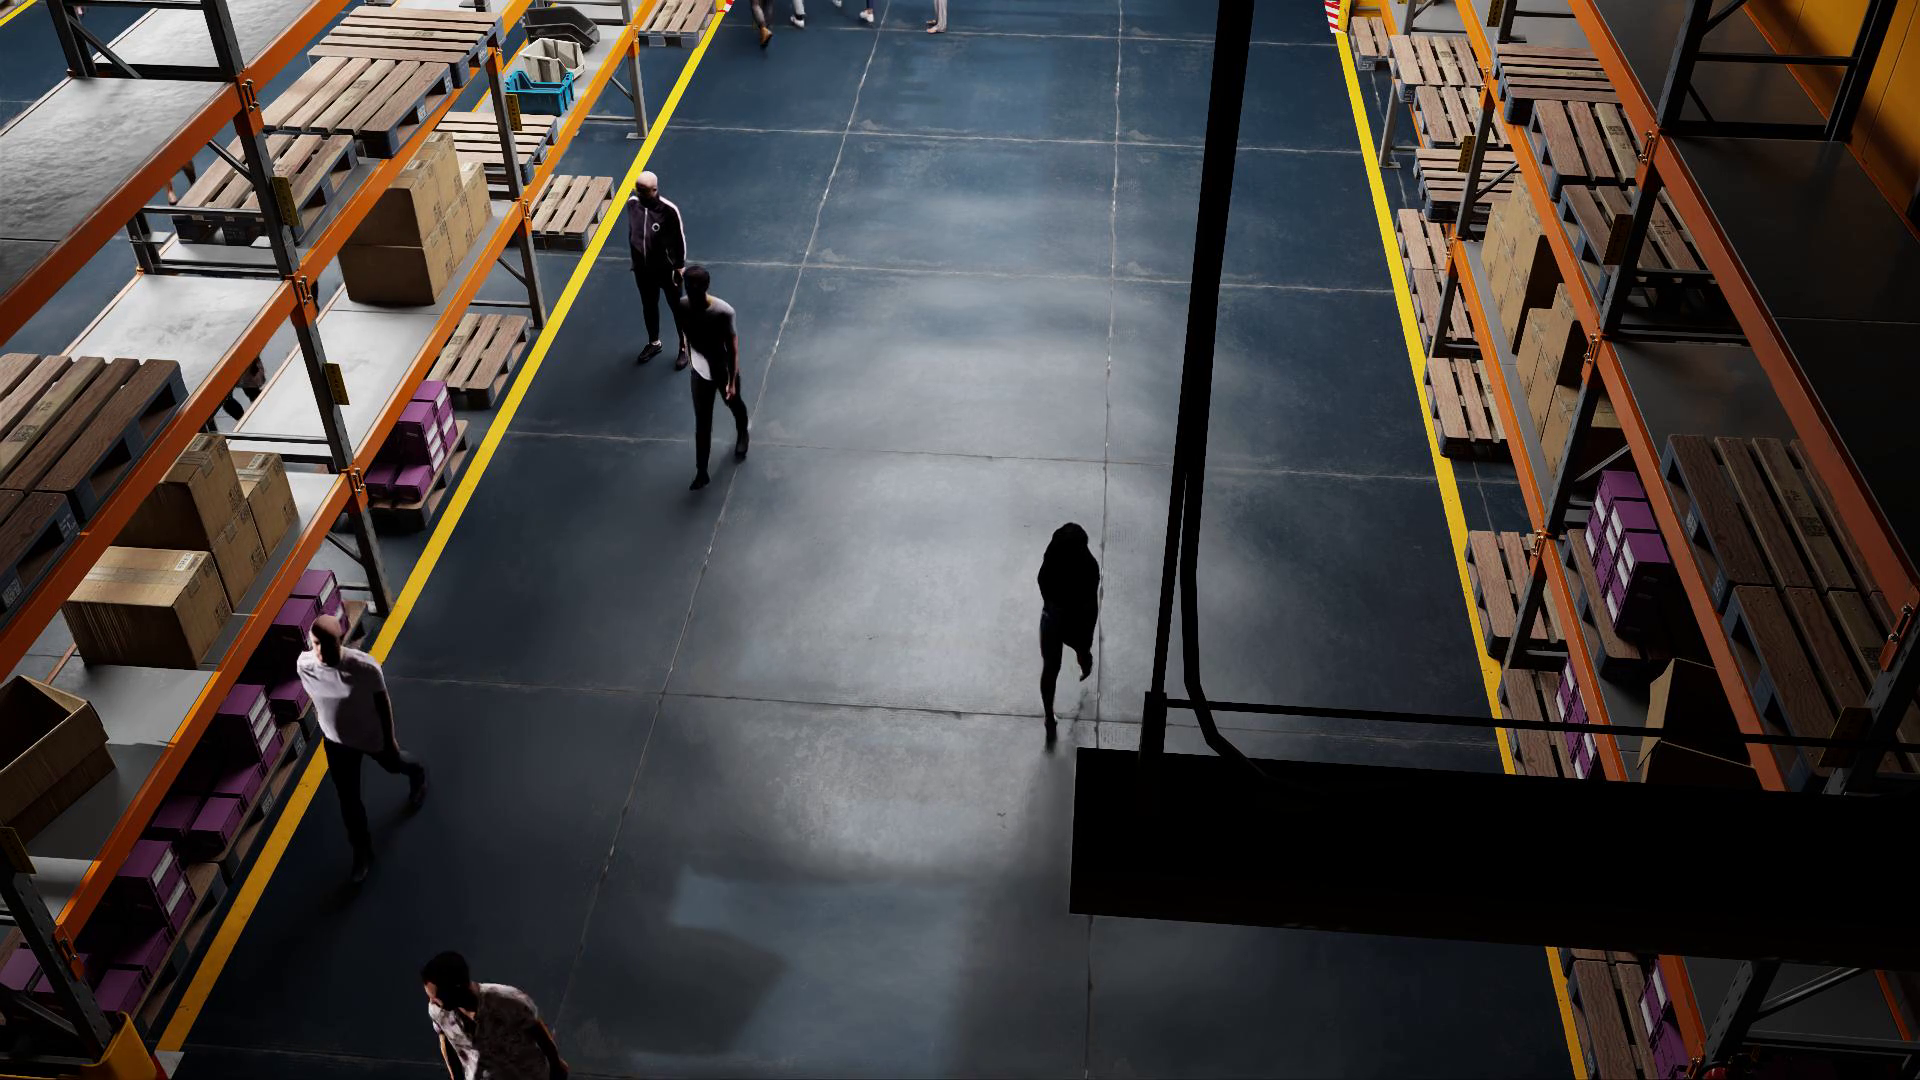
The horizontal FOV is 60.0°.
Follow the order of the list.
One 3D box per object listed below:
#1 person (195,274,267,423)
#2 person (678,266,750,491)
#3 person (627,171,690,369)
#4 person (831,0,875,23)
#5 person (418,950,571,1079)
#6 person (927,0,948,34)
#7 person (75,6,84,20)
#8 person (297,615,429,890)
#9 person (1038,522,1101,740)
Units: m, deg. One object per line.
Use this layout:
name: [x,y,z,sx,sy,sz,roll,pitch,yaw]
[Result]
person: [-5.755,-1.492,13.282,0.634,1.763,0.732,4,39,5]
person: [-1.876,-1.356,13.071,0.822,1.812,1.234,9,39,11]
person: [-2.585,-2.353,14.303,0.737,1.833,0.676,13,41,16]
person: [-1.254,-7.249,20.524,1.089,1.719,1.180,-25,45,-28]
person: [-2.183,2.570,8.181,0.923,1.780,0.626,-7,39,-9]
person: [-0.281,-7.102,20.297,0.657,1.774,0.469,1,39,2]
person: [-11.205,-7.404,20.669,0.654,1.781,0.692,-1,39,-2]
person: [-3.562,1.103,10.001,0.662,1.801,1.187,3,39,3]
person: [0.651,0.626,10.766,0.684,1.591,1.016,10,40,13]
